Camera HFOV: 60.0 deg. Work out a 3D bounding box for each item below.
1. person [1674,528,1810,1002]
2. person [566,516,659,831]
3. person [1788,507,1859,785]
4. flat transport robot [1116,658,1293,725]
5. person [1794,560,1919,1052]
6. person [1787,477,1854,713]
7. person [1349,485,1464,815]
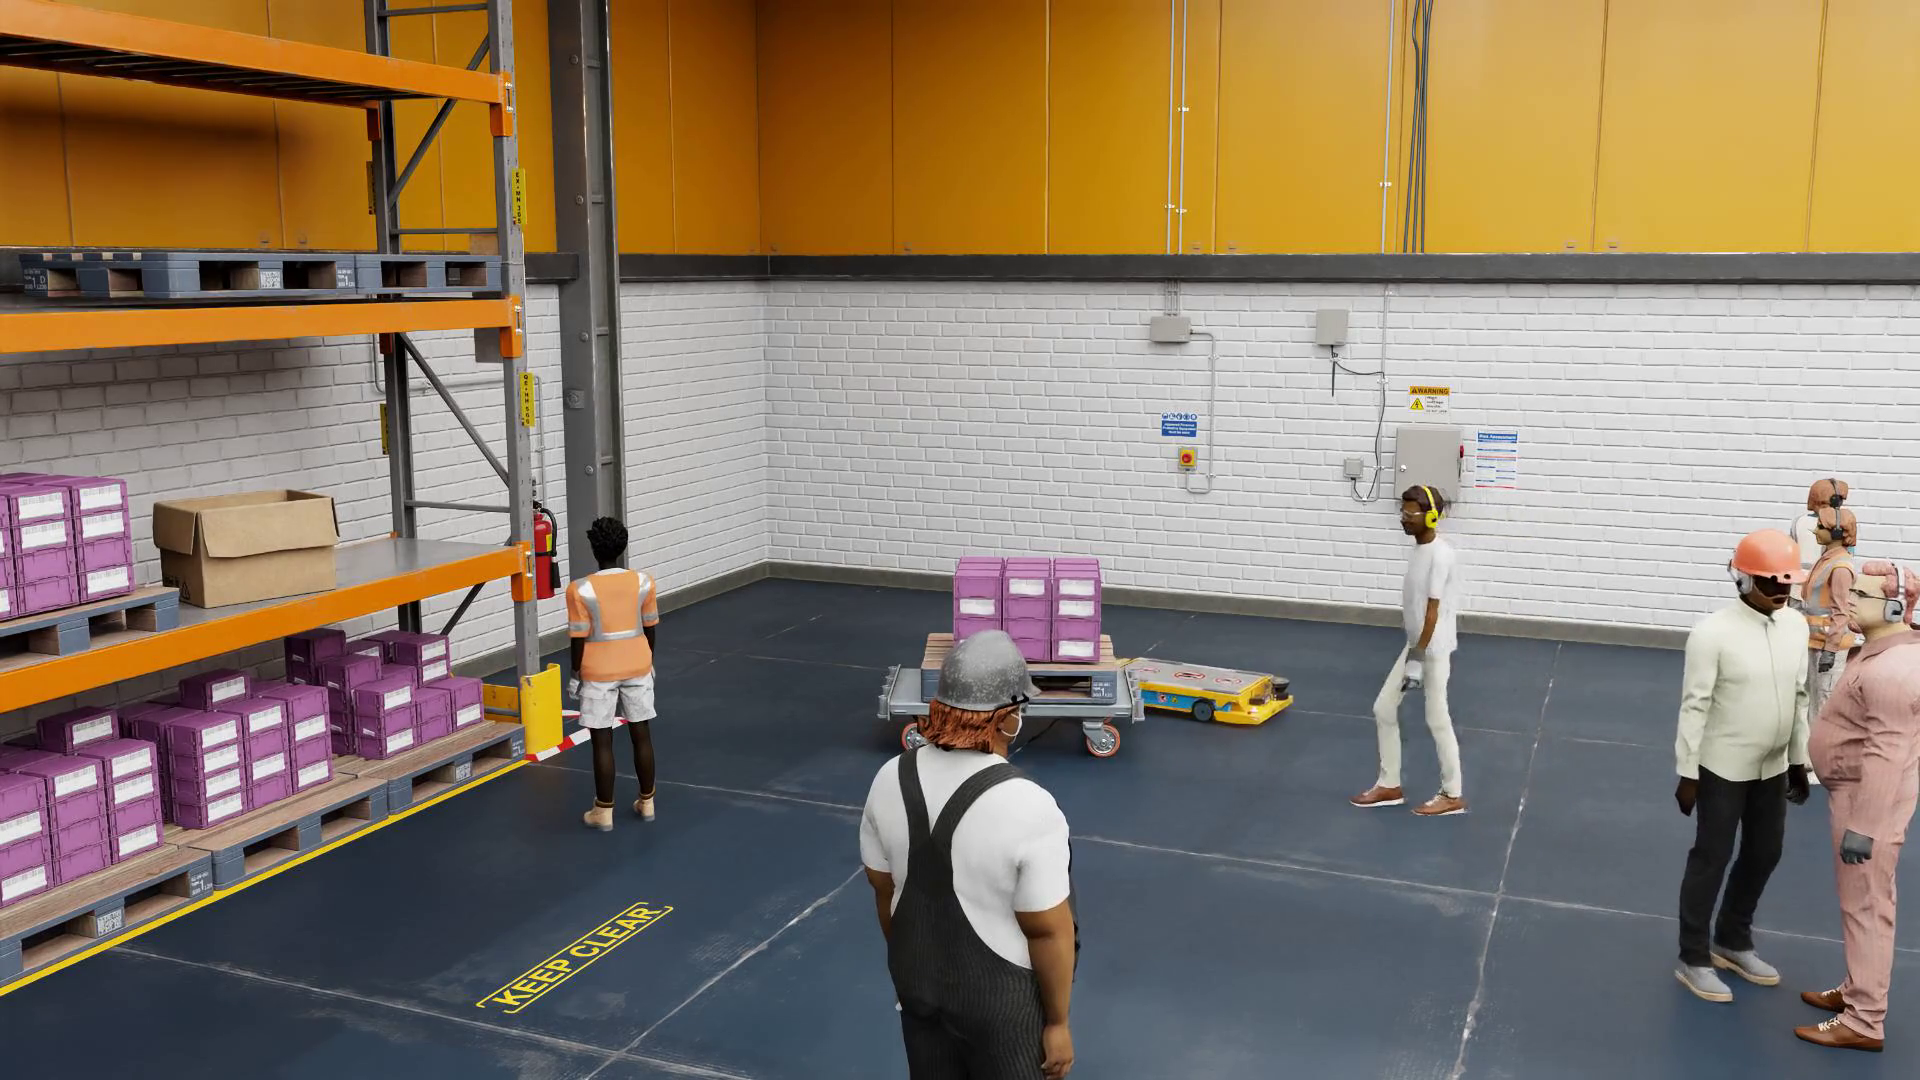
[{"bbox_3d":[3.242,0.923,6.877,0.628,1.983,0.424,-4,10,-23],"label":"person"},{"bbox_3d":[-1.868,0.717,8.975,0.529,1.697,0.321,-7,12,-35],"label":"person"},{"bbox_3d":[5.084,0.617,9.757,0.308,1.641,0.514,3,10,16],"label":"person"},{"bbox_3d":[1.502,1.018,11.463,1.431,0.197,0.652,6,11,31],"label":"flat transport robot"},{"bbox_3d":[3.521,1.021,6.485,0.410,1.913,0.651,6,11,31],"label":"person"},{"bbox_3d":[5.690,0.404,11.042,0.314,1.641,0.515,-3,10,-17],"label":"person"},{"bbox_3d":[2.475,0.623,9.120,0.747,1.846,0.535,-1,9,-8],"label":"person"}]
